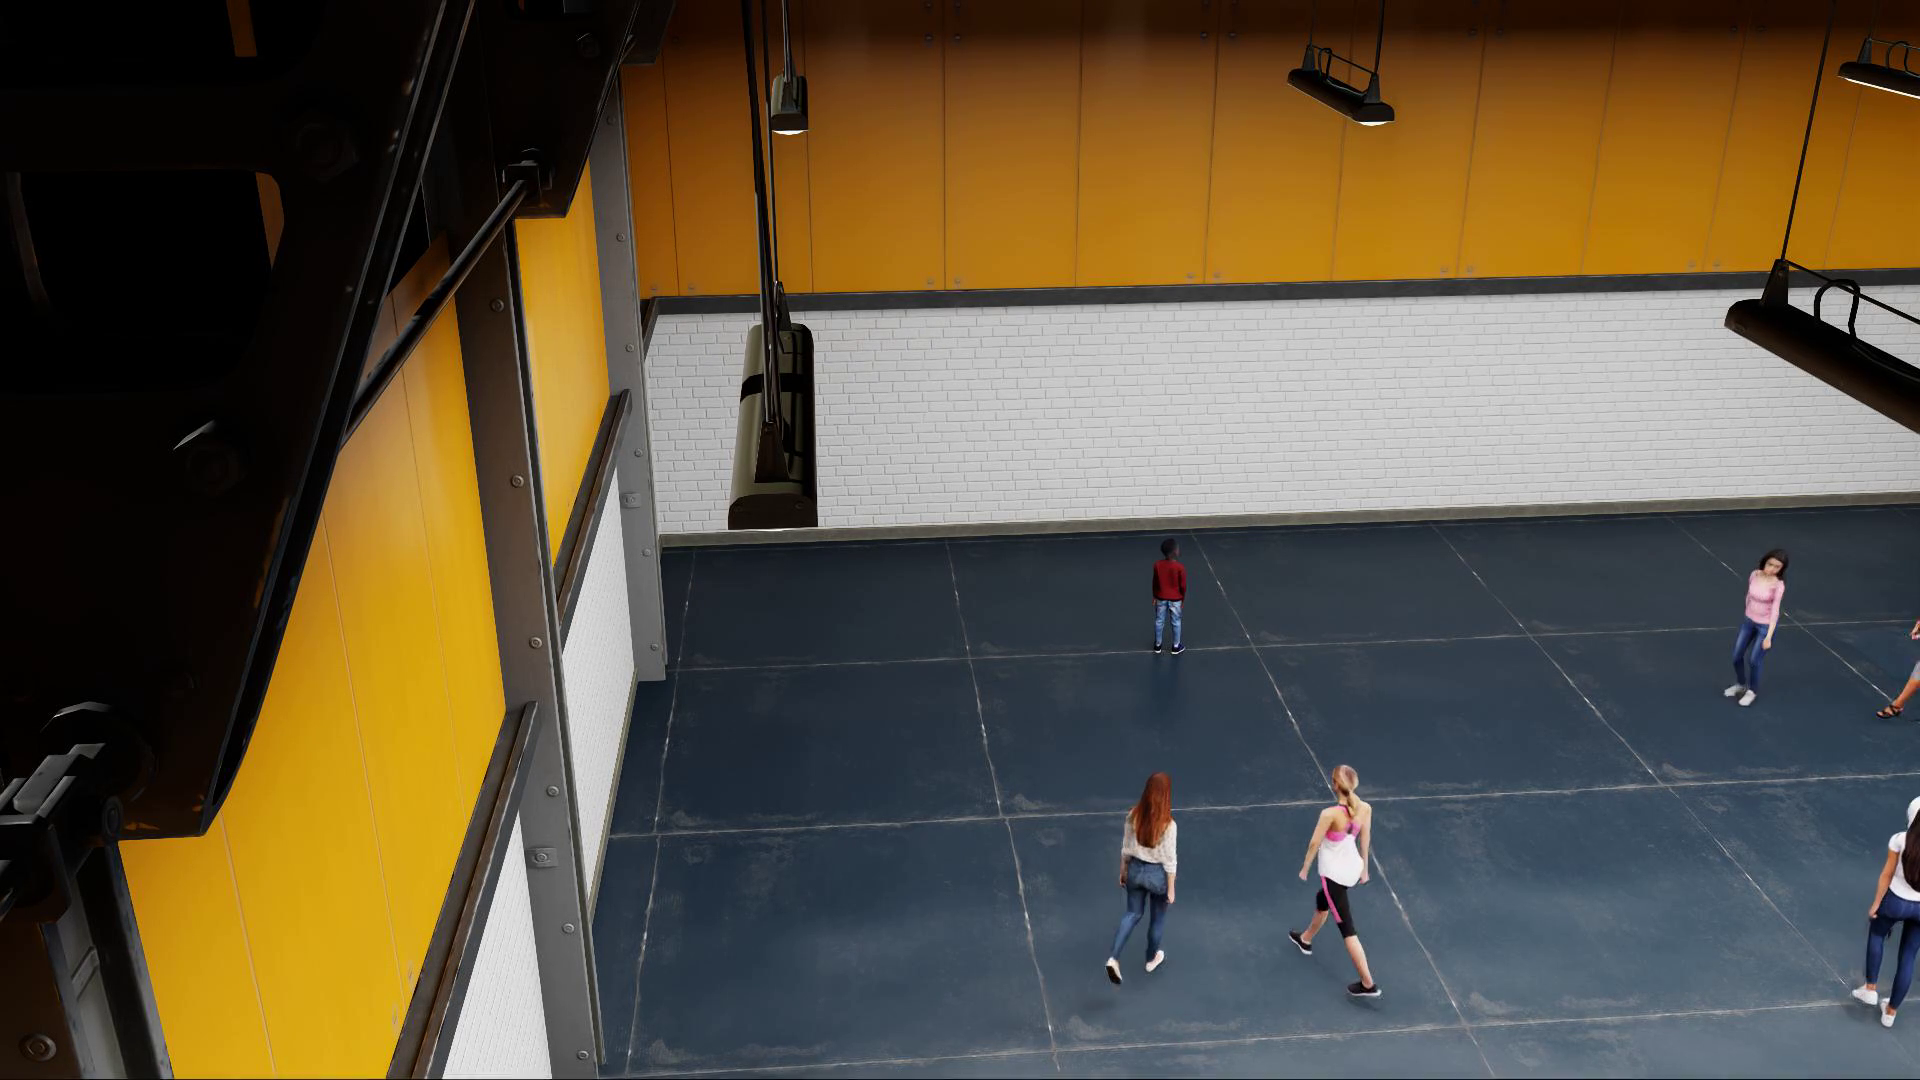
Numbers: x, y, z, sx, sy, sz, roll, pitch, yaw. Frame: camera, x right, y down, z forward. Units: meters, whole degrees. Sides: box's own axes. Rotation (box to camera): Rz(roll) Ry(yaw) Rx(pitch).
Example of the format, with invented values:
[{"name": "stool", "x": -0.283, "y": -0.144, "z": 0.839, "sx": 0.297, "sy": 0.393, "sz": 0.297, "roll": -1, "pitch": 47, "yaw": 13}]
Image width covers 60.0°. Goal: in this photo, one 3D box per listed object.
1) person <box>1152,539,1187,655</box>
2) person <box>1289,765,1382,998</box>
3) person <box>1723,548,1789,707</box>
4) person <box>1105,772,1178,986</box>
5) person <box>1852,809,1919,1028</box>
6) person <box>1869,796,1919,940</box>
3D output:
[{"name": "person", "x": 2.156, "y": 0.582, "z": 17.156, "sx": 0.577, "sy": 1.253, "sz": 0.594, "roll": 8, "pitch": 25, "yaw": 18}, {"name": "person", "x": 2.826, "y": 2.524, "z": 12.116, "sx": 0.947, "sy": 1.731, "sz": 1.270, "roll": -12, "pitch": 26, "yaw": -26}, {"name": "person", "x": 7.722, "y": 0.823, "z": 16.028, "sx": 0.762, "sy": 1.713, "sz": 0.666, "roll": -5, "pitch": 24, "yaw": -12}, {"name": "person", "x": 1.339, "y": 2.511, "z": 12.175, "sx": 0.939, "sy": 1.708, "sz": 1.047, "roll": 17, "pitch": 29, "yaw": 34}, {"name": "person", "x": 6.711, "y": 2.656, "z": 11.785, "sx": 0.734, "sy": 1.754, "sz": 0.768, "roll": 8, "pitch": 25, "yaw": 17}, {"name": "person", "x": 7.206, "y": 2.433, "z": 12.350, "sx": 0.561, "sy": 1.710, "sz": 1.080, "roll": -2, "pitch": 24, "yaw": -3}]
